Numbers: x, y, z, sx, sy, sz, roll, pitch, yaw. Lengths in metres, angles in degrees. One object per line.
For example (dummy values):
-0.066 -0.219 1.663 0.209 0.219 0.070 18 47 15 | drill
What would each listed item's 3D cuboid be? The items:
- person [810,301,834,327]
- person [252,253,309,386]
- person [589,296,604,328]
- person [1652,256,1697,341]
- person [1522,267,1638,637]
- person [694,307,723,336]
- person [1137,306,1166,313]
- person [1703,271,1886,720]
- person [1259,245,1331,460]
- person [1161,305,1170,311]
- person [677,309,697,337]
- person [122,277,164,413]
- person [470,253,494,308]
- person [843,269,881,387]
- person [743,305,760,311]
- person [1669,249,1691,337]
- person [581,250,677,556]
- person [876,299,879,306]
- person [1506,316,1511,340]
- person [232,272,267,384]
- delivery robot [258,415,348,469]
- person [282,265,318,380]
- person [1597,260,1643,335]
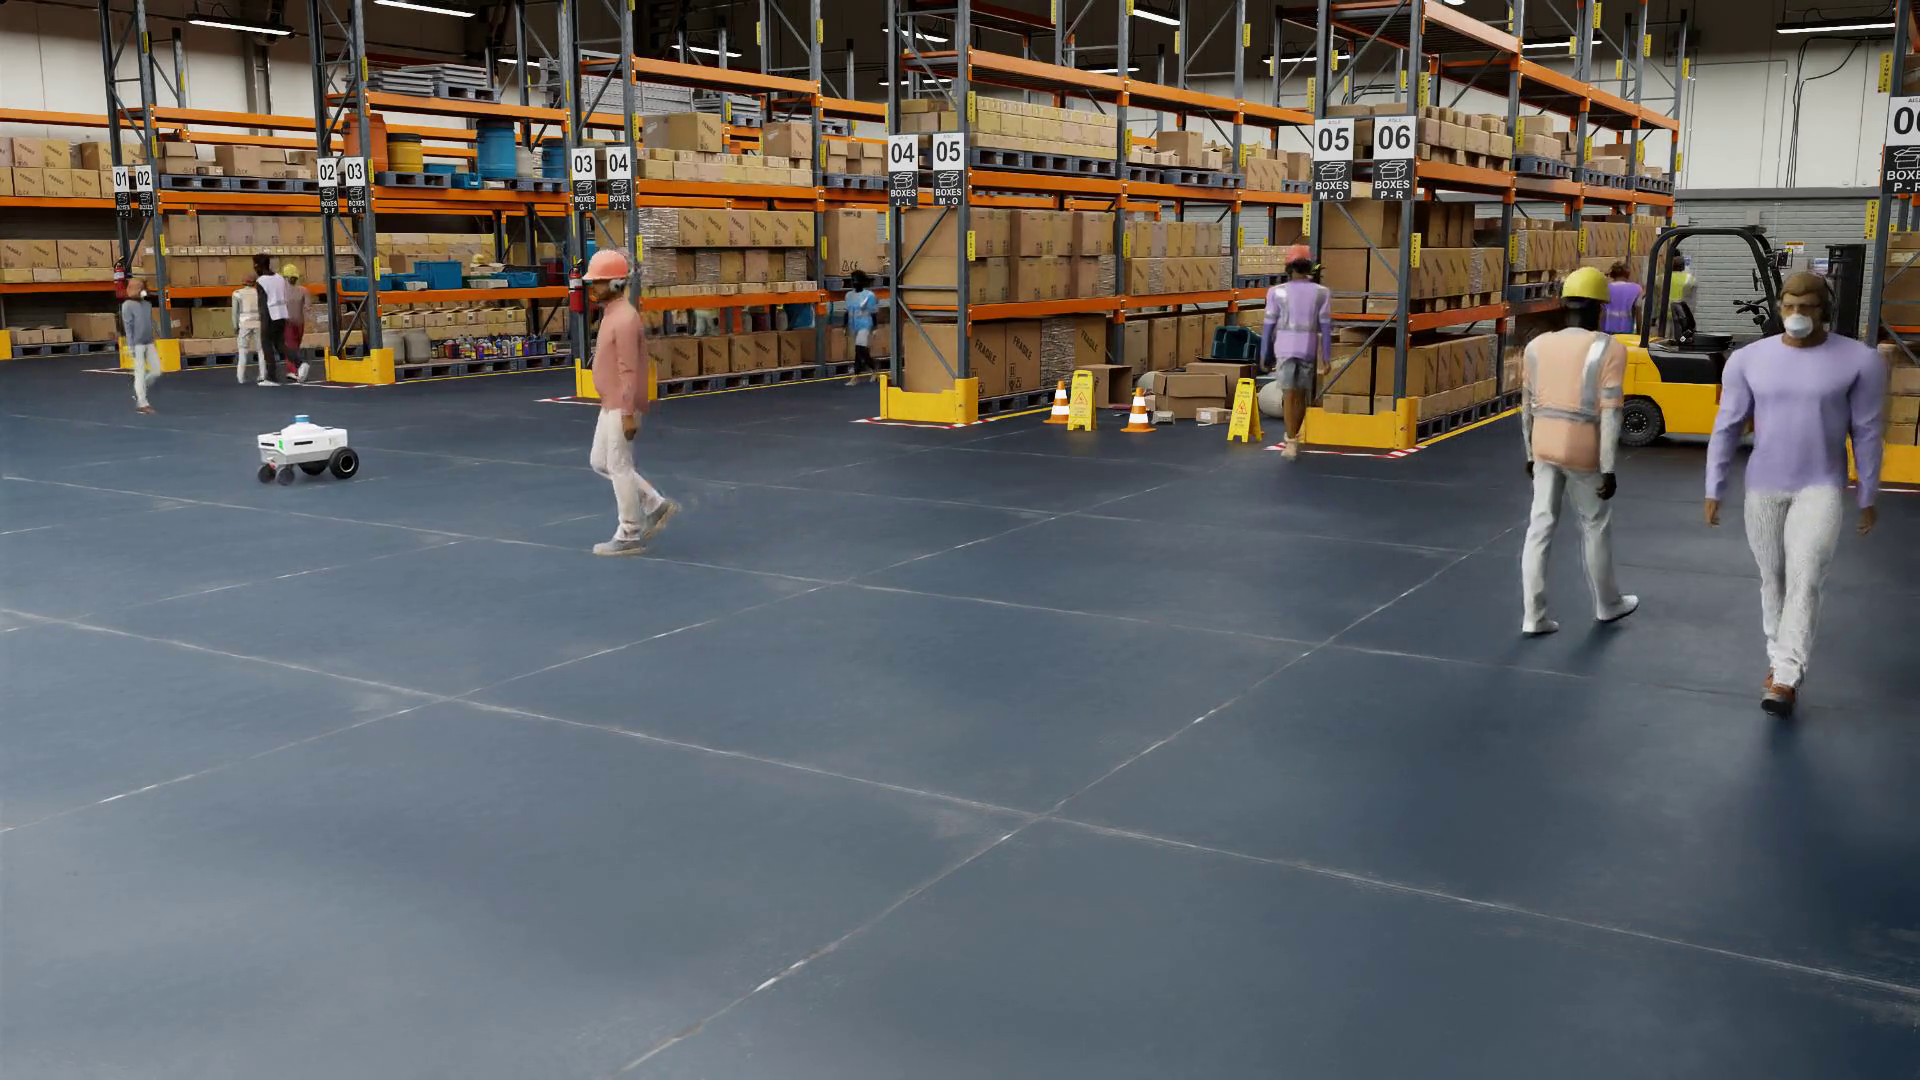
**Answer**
-2.409 -3.916 28.576 0.493 1.709 0.844 6 12 29 | person
-9.665 -3.111 23.535 0.707 1.891 0.624 2 10 12 | person
-7.183 -4.815 32.873 0.618 1.968 0.687 5 11 26 | person
10.931 -3.430 25.487 0.633 1.831 0.493 6 12 29 | person
3.235 -0.459 8.671 0.914 1.884 0.620 -8 13 -39 | person
-4.193 -3.741 27.335 0.602 1.799 0.902 7 12 33 | person
3.142 -3.776 27.332 0.530 1.864 0.313 6 12 29 | person
3.536 -0.190 7.144 0.660 1.892 0.975 8 13 38 | person
3.160 -1.786 15.826 0.635 1.994 0.946 -1 10 -5 | person
3.783 -4.740 32.239 0.673 2.000 0.536 5 11 26 | person
-4.588 -3.958 28.566 0.538 1.791 0.987 6 12 32 | person
-9.755 -2.312 19.814 0.388 1.622 0.506 3 11 16 | person
-10.099 -5.159 35.219 0.597 1.808 0.699 5 11 26 | person
-1.380 -3.026 23.708 0.538 1.663 0.828 8 13 36 | person
-4.299 -5.022 34.233 0.554 1.902 0.962 8 13 38 | person
12.998 -4.338 30.341 0.638 1.910 0.985 -6 12 -32 | person
-2.176 -0.881 10.788 0.508 1.977 0.631 -4 11 -19 | person
-1.914 -4.792 32.849 0.651 1.924 0.463 6 12 31 | person
11.665 -5.142 34.749 0.887 1.967 0.442 6 12 31 | person
-10.244 -3.072 24.092 0.515 1.613 0.401 -3 10 -14 | person
-5.599 -0.821 14.184 0.477 0.478 0.707 6 12 32 | delivery robot
-9.775 -3.173 24.402 0.539 1.699 0.938 -9 13 -41 | person
8.284 -2.615 20.979 0.579 1.817 0.778 6 12 28 | person
